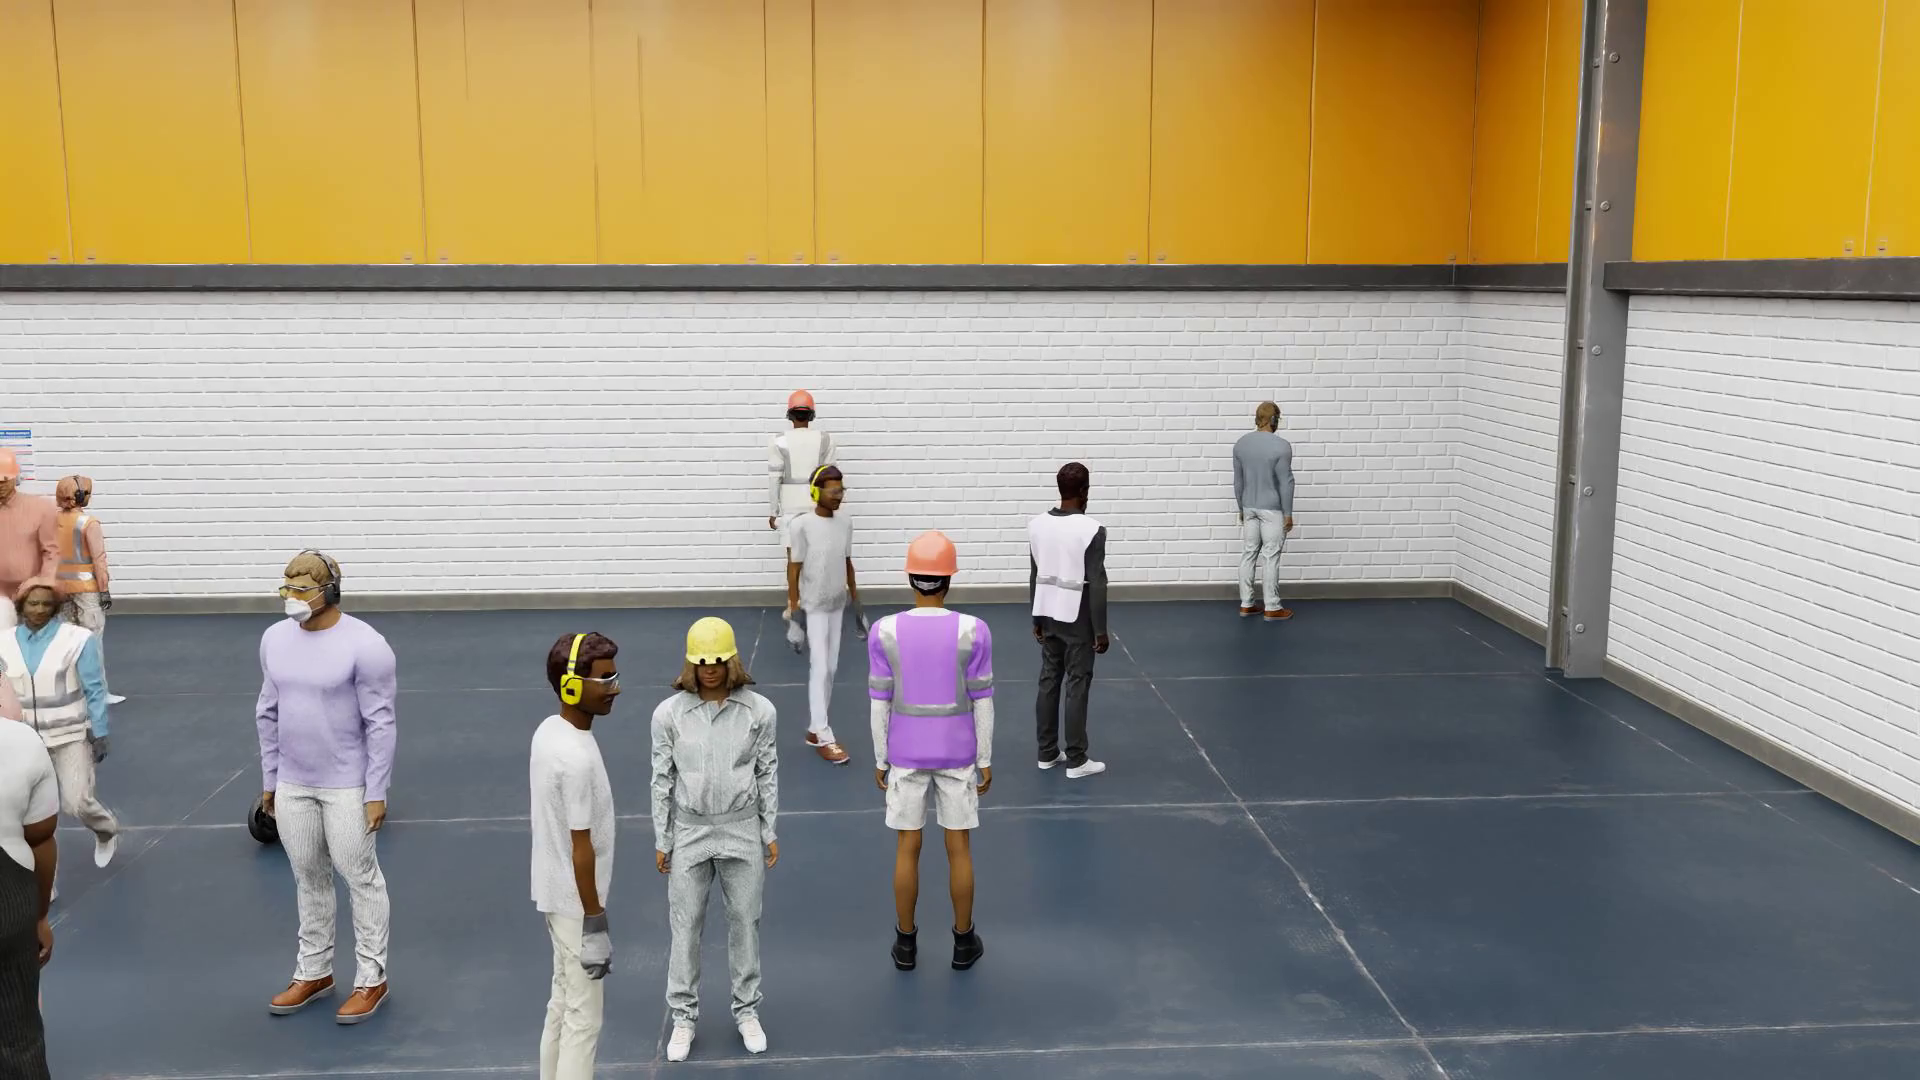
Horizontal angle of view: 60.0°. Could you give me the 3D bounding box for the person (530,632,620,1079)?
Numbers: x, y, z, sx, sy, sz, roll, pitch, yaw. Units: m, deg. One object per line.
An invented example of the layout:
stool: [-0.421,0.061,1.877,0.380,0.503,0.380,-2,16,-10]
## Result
person: [-1.268,1.225,5.575,0.319,1.865,0.521,-4,10,-24]

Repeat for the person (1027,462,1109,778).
person: [0.649,0.483,10.098,0.397,1.911,0.587,-9,12,-43]

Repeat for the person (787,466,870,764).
person: [-0.817,0.450,10.490,0.475,1.866,0.571,8,12,41]

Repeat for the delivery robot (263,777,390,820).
delivery robot: [-3.429,1.281,9.030,0.477,0.478,0.707,3,9,17]

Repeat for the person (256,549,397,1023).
person: [-2.585,0.996,6.785,0.631,1.940,0.372,3,9,17]

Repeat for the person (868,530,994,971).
person: [-0.122,0.922,7.251,0.544,1.939,0.354,0,9,2]

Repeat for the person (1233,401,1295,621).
person: [2.684,-0.258,14.664,0.373,1.938,0.630,-8,12,-41]

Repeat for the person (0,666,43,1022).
person: [-3.617,1.124,6.080,0.399,1.909,0.642,-6,11,-33]

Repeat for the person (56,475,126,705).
person: [-6.189,0.360,11.709,0.524,1.639,0.306,4,10,23]

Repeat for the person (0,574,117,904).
person: [-4.400,0.953,8.062,0.530,1.615,0.634,-1,9,-7]

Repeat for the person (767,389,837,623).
person: [-1.384,-0.295,14.560,0.609,2.043,0.397,-3,9,-16]

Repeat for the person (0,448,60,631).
person: [-6.322,0.316,11.133,0.587,1.930,1.088,-4,10,-23]

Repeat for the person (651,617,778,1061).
person: [-0.940,1.149,6.434,0.492,1.742,0.318,-2,9,-12]
